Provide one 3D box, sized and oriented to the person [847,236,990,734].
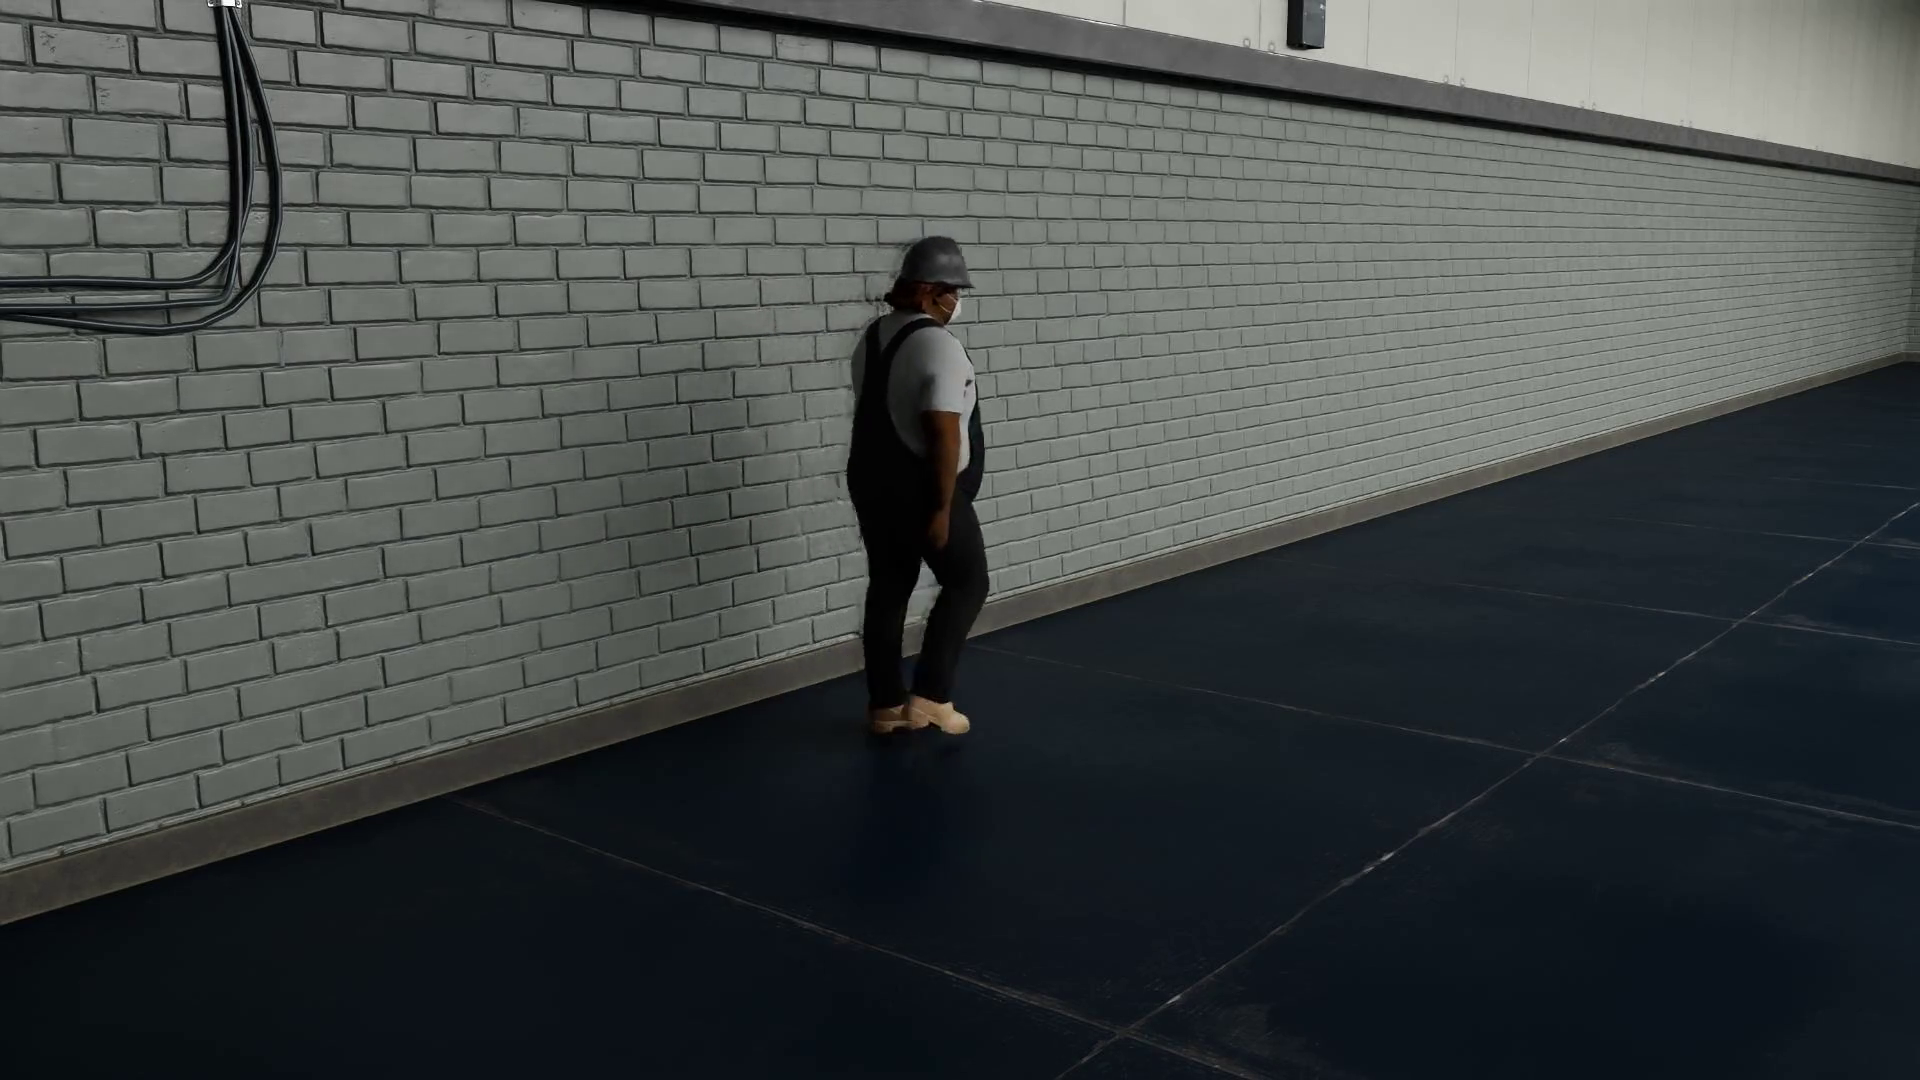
[{"bbox_3d":[-0.158,-0.192,6.694,0.543,2.000,0.703,-8,13,-38],"label":"person"}]
